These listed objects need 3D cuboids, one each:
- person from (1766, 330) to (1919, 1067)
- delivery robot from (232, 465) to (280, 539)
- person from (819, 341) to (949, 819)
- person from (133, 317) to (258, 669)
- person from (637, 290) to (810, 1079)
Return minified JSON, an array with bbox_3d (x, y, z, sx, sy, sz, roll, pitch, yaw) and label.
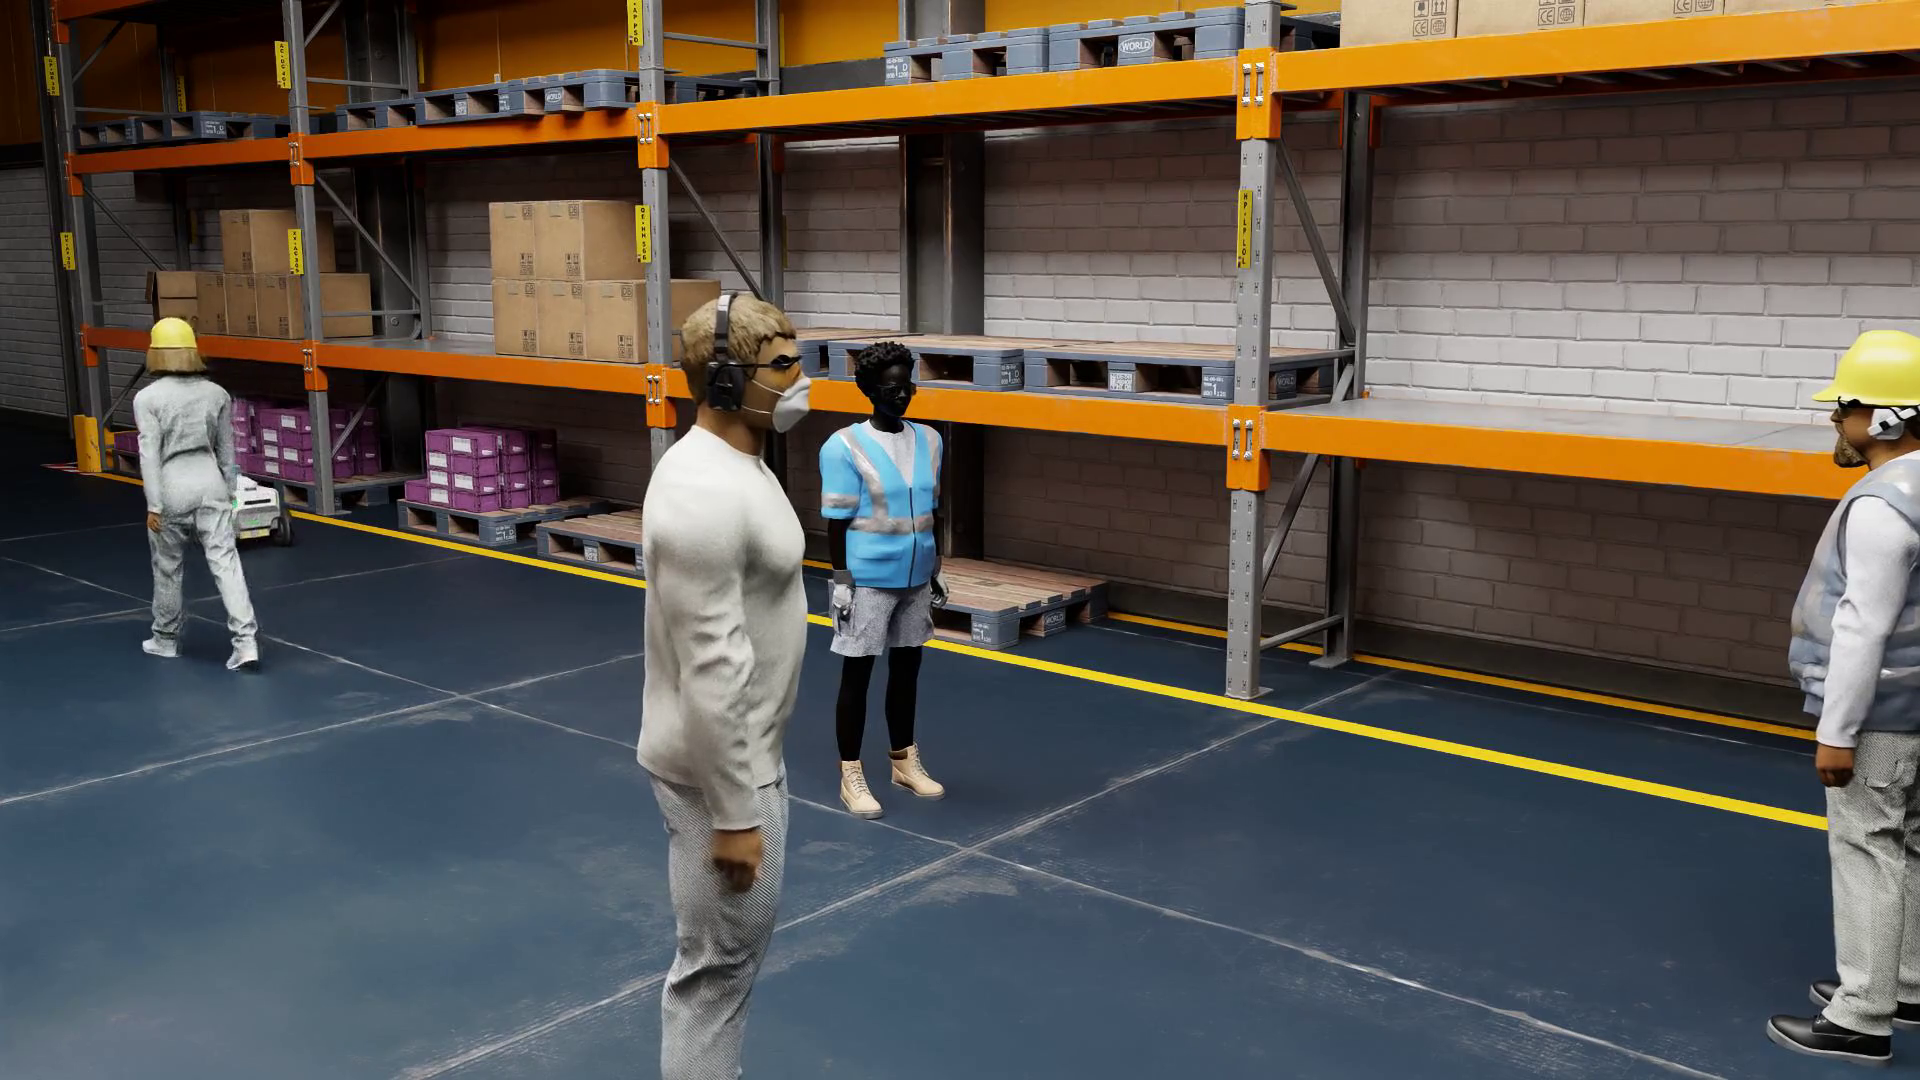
[{"bbox_3d":[2.290,0.394,4.167,0.404,1.826,0.592,10,14,44],"label":"person"},{"bbox_3d":[-4.907,-0.263,11.238,0.707,0.478,0.477,9,13,41],"label":"delivery robot"},{"bbox_3d":[-0.261,0.137,5.983,0.537,1.696,0.317,-9,13,-41],"label":"person"},{"bbox_3d":[-3.706,-0.224,8.037,0.911,1.697,0.502,8,13,38],"label":"person"},{"bbox_3d":[-0.459,0.472,3.386,0.375,1.940,0.627,-1,10,-3],"label":"person"}]
